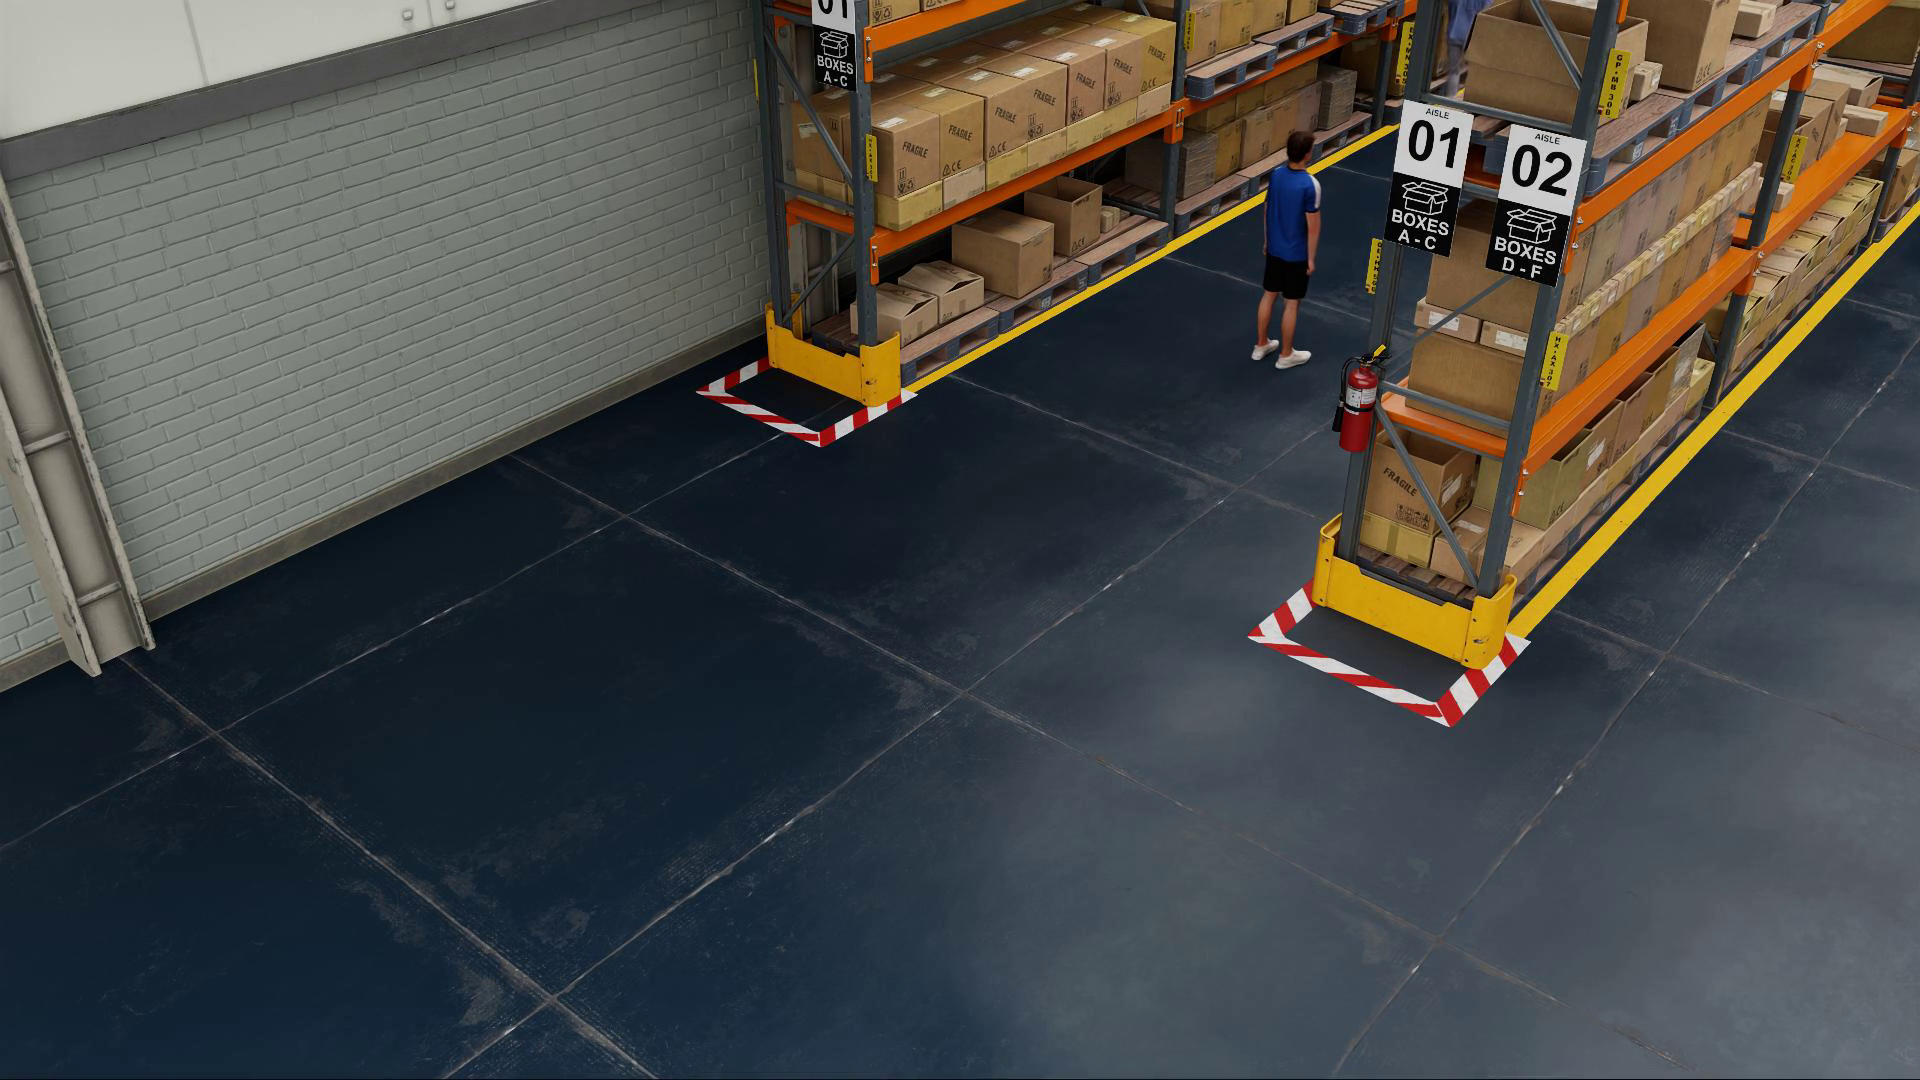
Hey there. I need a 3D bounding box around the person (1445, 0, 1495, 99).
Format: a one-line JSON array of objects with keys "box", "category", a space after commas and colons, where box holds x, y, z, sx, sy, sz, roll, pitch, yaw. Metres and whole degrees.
[{"box": [5.304, -5.338, 17.527, 0.679, 1.881, 0.635, 22, 39, 30], "category": "person"}]

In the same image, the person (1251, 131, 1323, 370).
[{"box": [2.516, -2.238, 12.773, 0.620, 1.866, 0.668, -26, 41, -34], "category": "person"}]
